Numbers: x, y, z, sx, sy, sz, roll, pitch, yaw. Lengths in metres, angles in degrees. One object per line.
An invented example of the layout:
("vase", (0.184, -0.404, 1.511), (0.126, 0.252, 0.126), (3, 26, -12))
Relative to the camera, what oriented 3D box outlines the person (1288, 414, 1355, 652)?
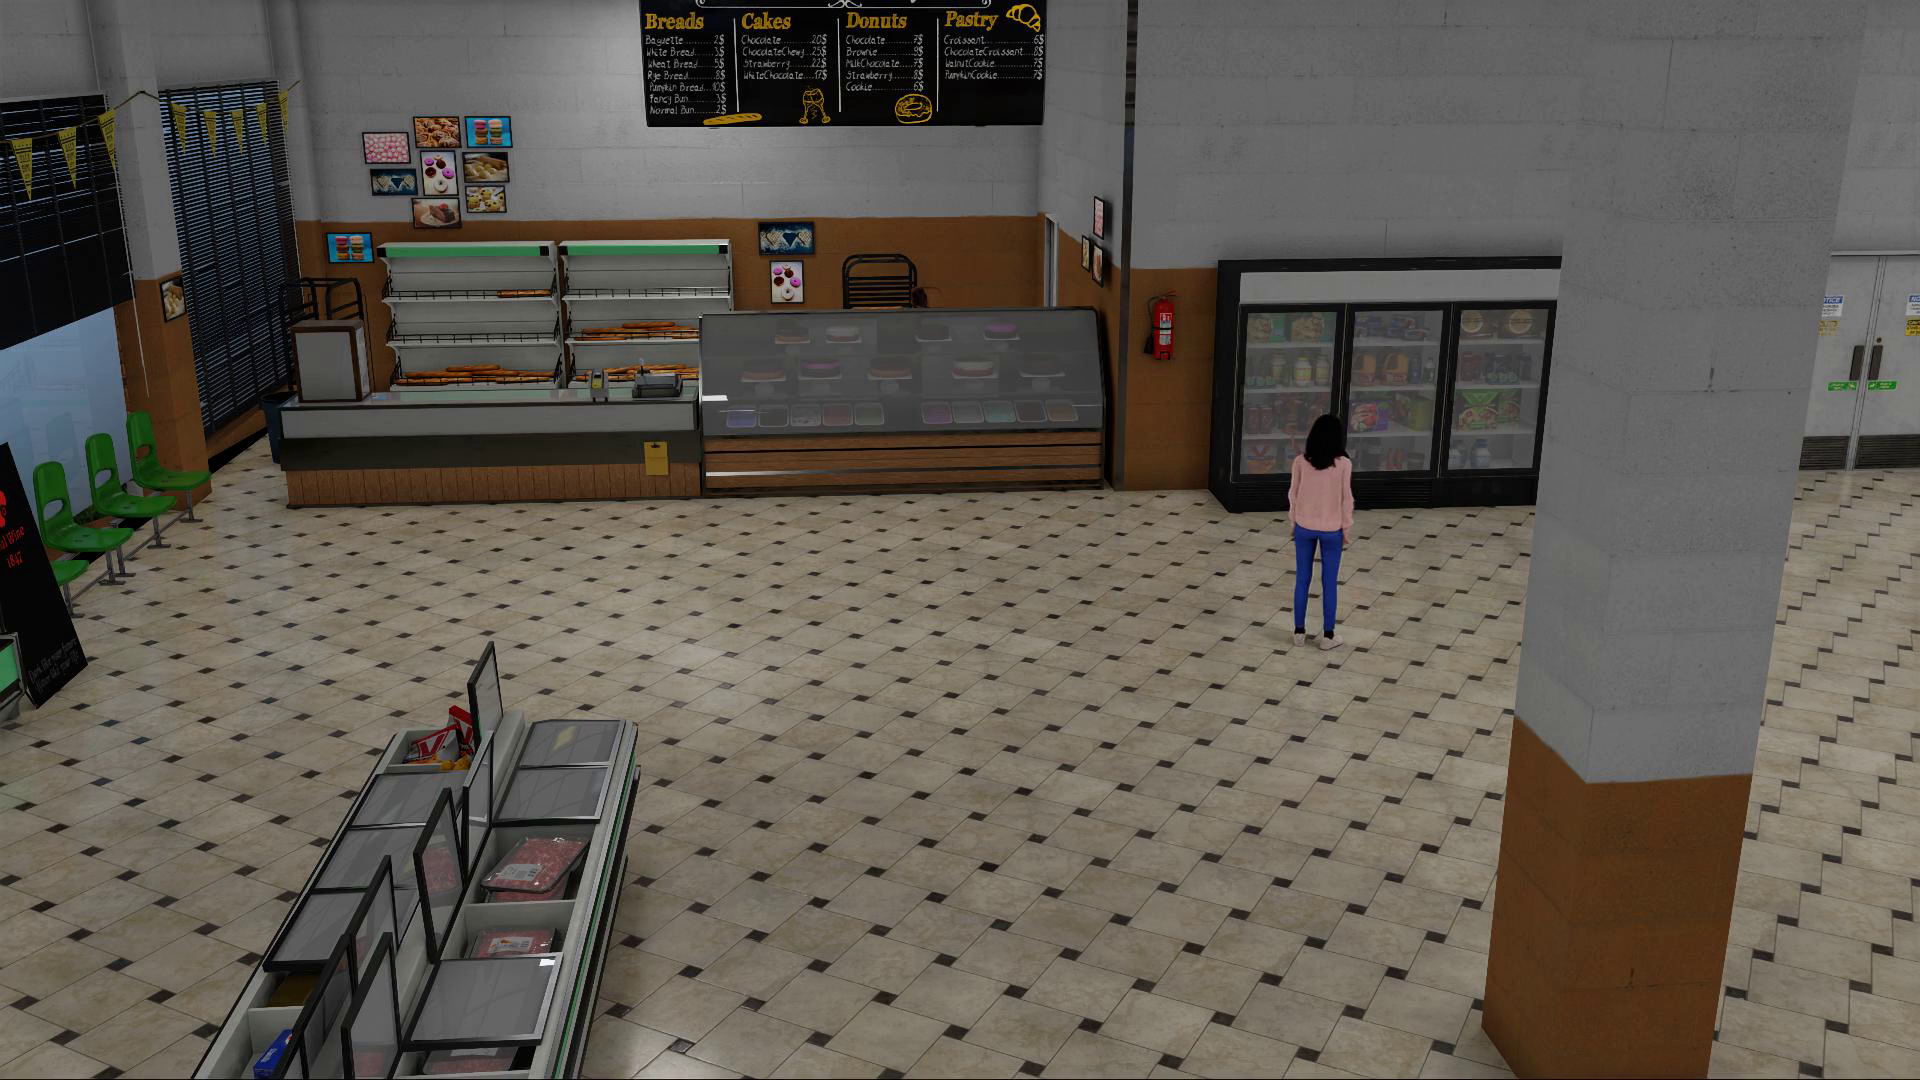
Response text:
("person", (2.645, -0.063, 12.262), (0.725, 1.769, 0.735), (9, 19, 26))
